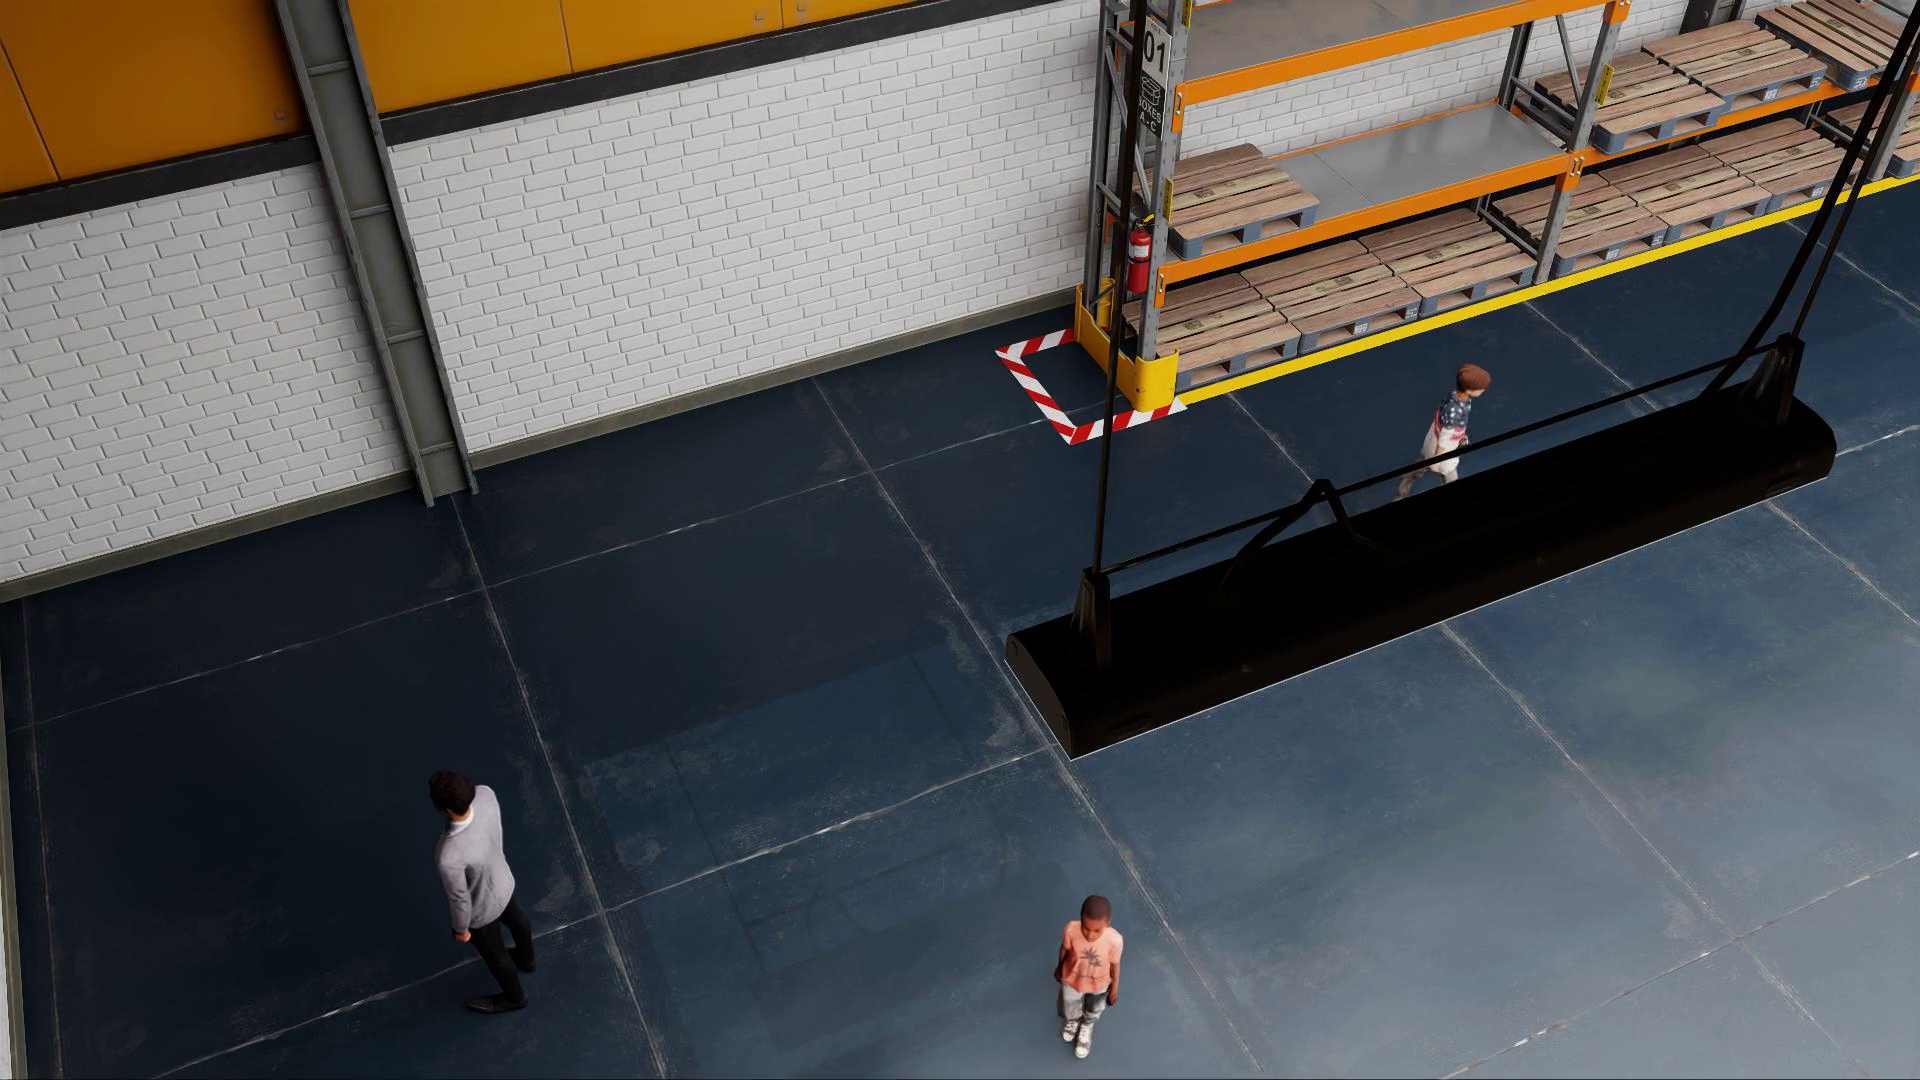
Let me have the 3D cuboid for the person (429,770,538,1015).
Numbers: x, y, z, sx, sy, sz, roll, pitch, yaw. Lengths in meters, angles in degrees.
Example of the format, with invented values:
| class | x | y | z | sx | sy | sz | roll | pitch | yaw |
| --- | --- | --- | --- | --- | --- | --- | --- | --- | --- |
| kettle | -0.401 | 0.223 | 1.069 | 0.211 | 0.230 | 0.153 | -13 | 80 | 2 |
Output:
| class | x | y | z | sx | sy | sz | roll | pitch | yaw |
| --- | --- | --- | --- | --- | --- | --- | --- | --- | --- |
| person | -2.545 | 1.868 | 8.885 | 0.843 | 1.923 | 0.839 | 5 | 44 | 5 |

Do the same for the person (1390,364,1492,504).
| class | x | y | z | sx | sy | sz | roll | pitch | yaw |
| --- | --- | --- | --- | --- | --- | --- | --- | --- | --- |
| person | 3.393 | -0.680 | 11.935 | 0.994 | 1.405 | 0.857 | 4 | 44 | 4 |

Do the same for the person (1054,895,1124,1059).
| class | x | y | z | sx | sy | sz | roll | pitch | yaw |
| --- | --- | --- | --- | --- | --- | --- | --- | --- | --- |
| person | 0.697 | 2.271 | 8.911 | 0.596 | 1.304 | 0.663 | 11 | 45 | 12 |
